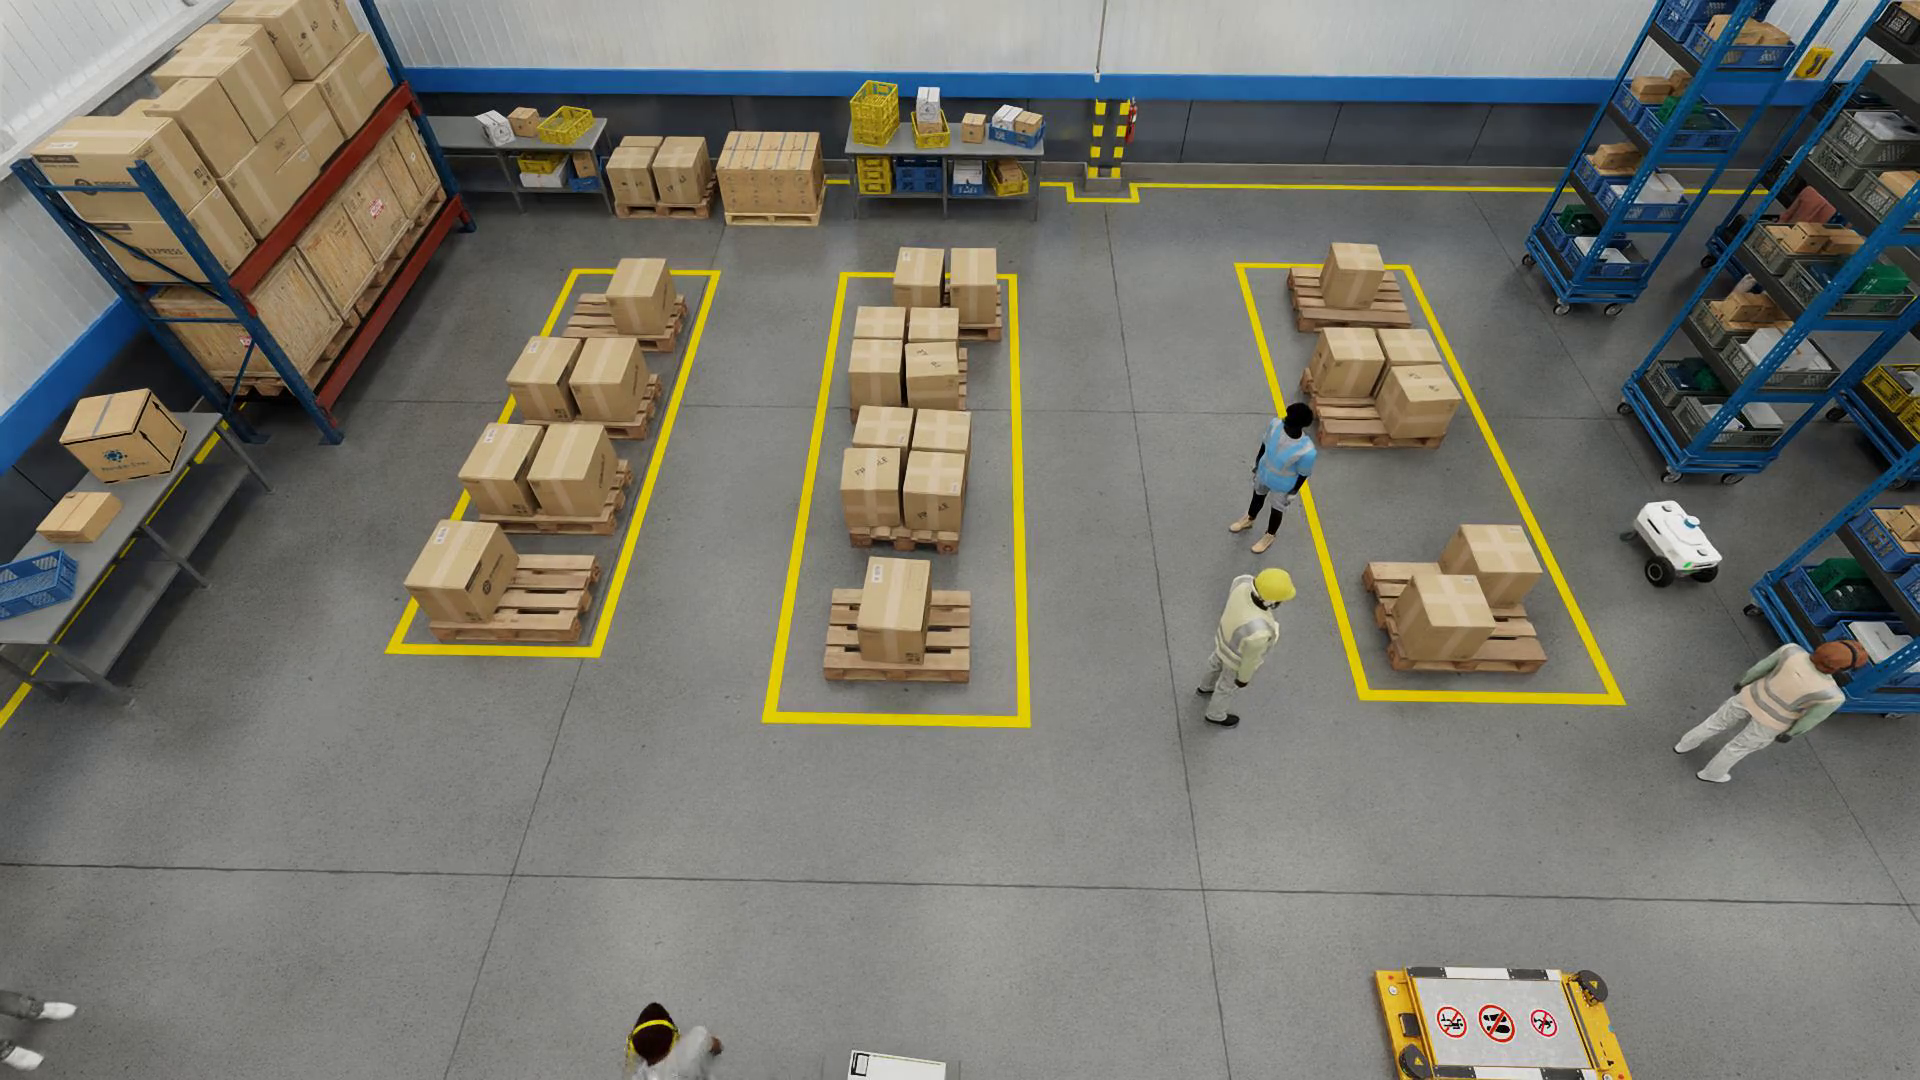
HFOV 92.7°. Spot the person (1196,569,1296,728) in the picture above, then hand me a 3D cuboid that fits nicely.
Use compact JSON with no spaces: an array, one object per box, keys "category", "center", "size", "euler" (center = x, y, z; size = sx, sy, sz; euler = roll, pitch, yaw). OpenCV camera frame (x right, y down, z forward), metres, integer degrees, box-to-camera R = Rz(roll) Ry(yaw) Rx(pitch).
[{"category":"person","center":[2.097,0.797,6.826],"size":[0.403,1.824,0.584],"euler":[0,51,0]}]

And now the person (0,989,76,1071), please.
[{"category":"person","center":[-6.068,2.660,5.254],"size":[0.397,1.908,0.598],"euler":[3,51,2]}]

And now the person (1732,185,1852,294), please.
[{"category":"person","center":[9.082,-3.171,9.960],"size":[0.412,1.982,0.623],"euler":[-20,54,-16]}]

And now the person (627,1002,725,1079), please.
[{"category":"person","center":[-1.478,3.036,4.997],"size":[0.553,1.820,0.539],"euler":[-32,58,-24]}]

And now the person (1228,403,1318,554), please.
[{"category":"person","center":[2.756,-0.544,7.996],"size":[0.317,1.697,0.540],"euler":[-24,55,-19]}]

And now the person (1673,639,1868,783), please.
[{"category":"person","center":[5.797,1.218,6.598],"size":[0.314,1.639,0.515],"euler":[-8,51,-7]}]

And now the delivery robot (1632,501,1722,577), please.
[{"category":"delivery robot","center":[6.455,-0.025,8.248],"size":[0.477,0.478,0.707],"euler":[-5,51,-4]}]

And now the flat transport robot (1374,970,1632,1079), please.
[{"category":"flat transport robot","center":[3.501,3.133,5.914],"size":[1.431,0.197,0.652],"euler":[1,51,1]}]
